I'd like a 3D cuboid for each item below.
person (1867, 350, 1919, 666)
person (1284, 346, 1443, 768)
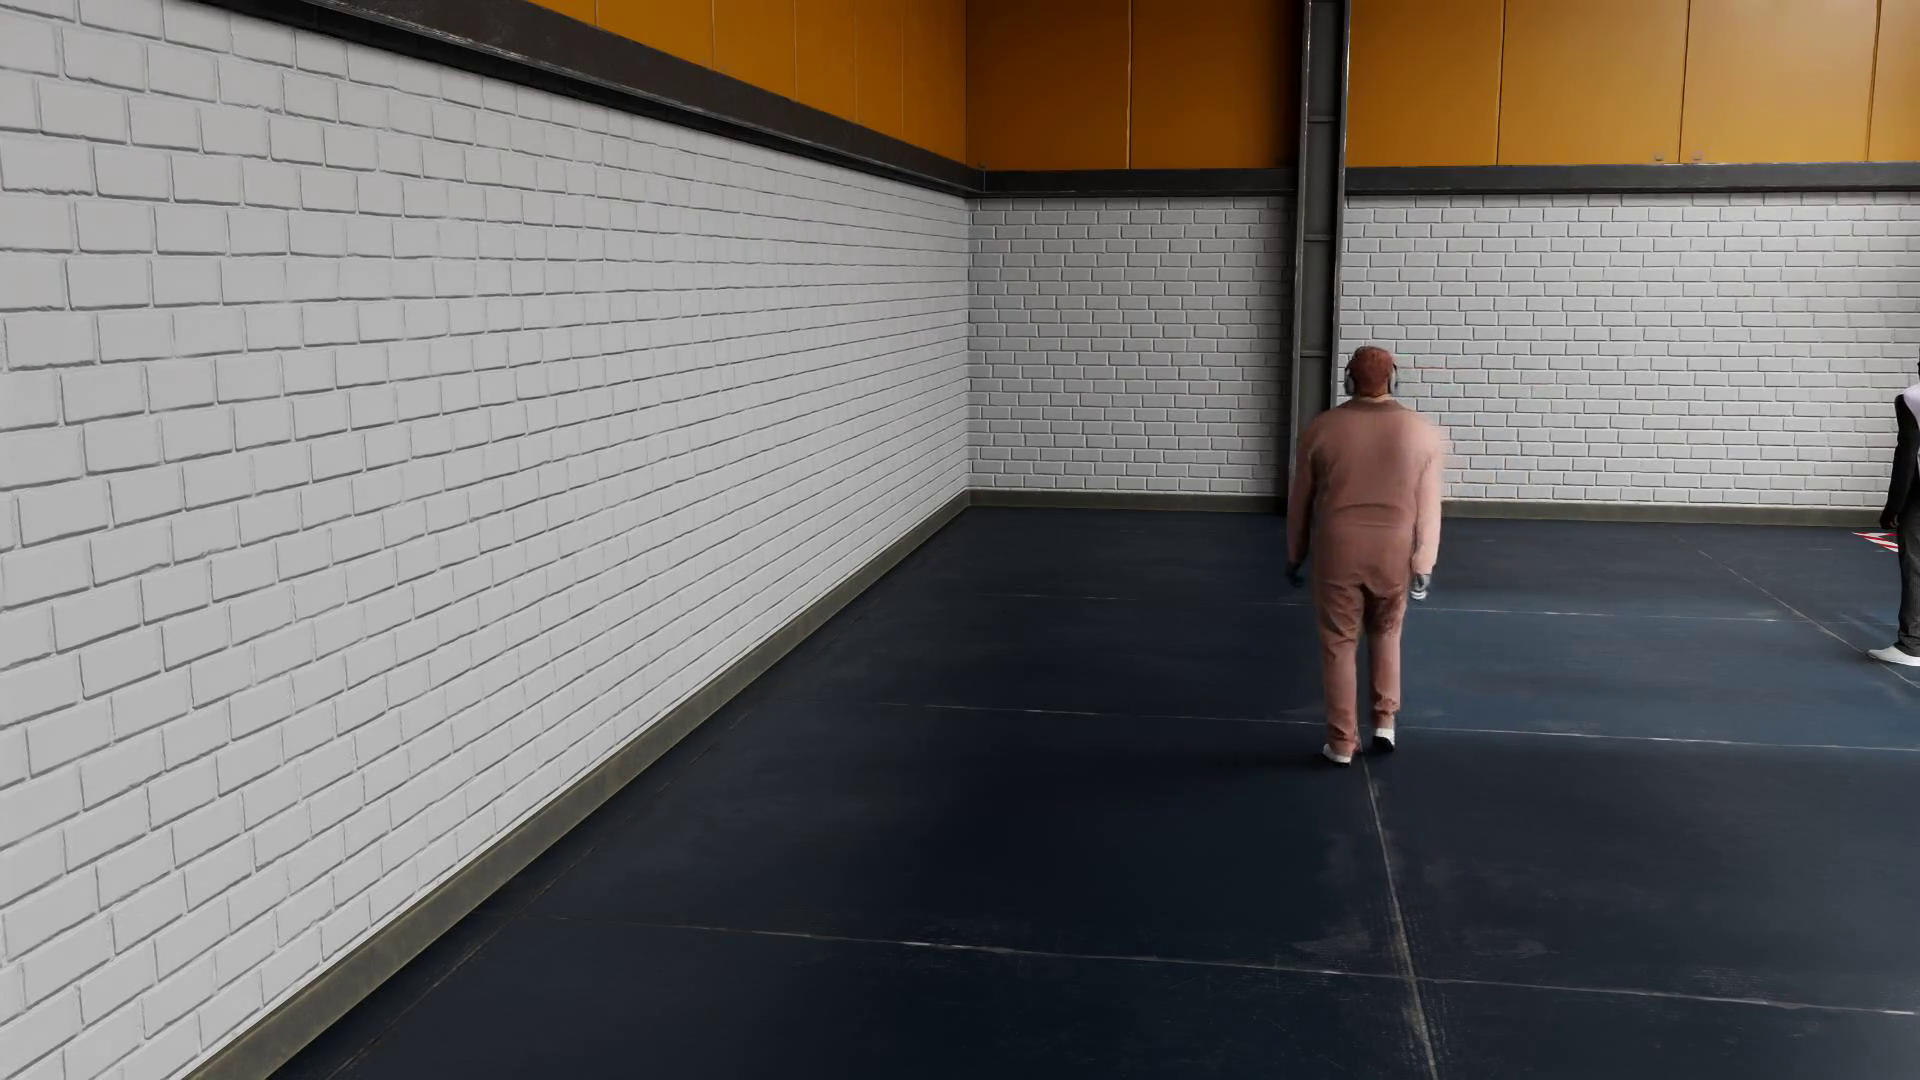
[{"bbox_3d":[5.468,-0.242,9.364,0.593,1.920,0.391,-3,10,-19],"label":"person"},{"bbox_3d":[1.806,0.073,7.518,0.656,1.889,0.534,0,9,2],"label":"person"}]
